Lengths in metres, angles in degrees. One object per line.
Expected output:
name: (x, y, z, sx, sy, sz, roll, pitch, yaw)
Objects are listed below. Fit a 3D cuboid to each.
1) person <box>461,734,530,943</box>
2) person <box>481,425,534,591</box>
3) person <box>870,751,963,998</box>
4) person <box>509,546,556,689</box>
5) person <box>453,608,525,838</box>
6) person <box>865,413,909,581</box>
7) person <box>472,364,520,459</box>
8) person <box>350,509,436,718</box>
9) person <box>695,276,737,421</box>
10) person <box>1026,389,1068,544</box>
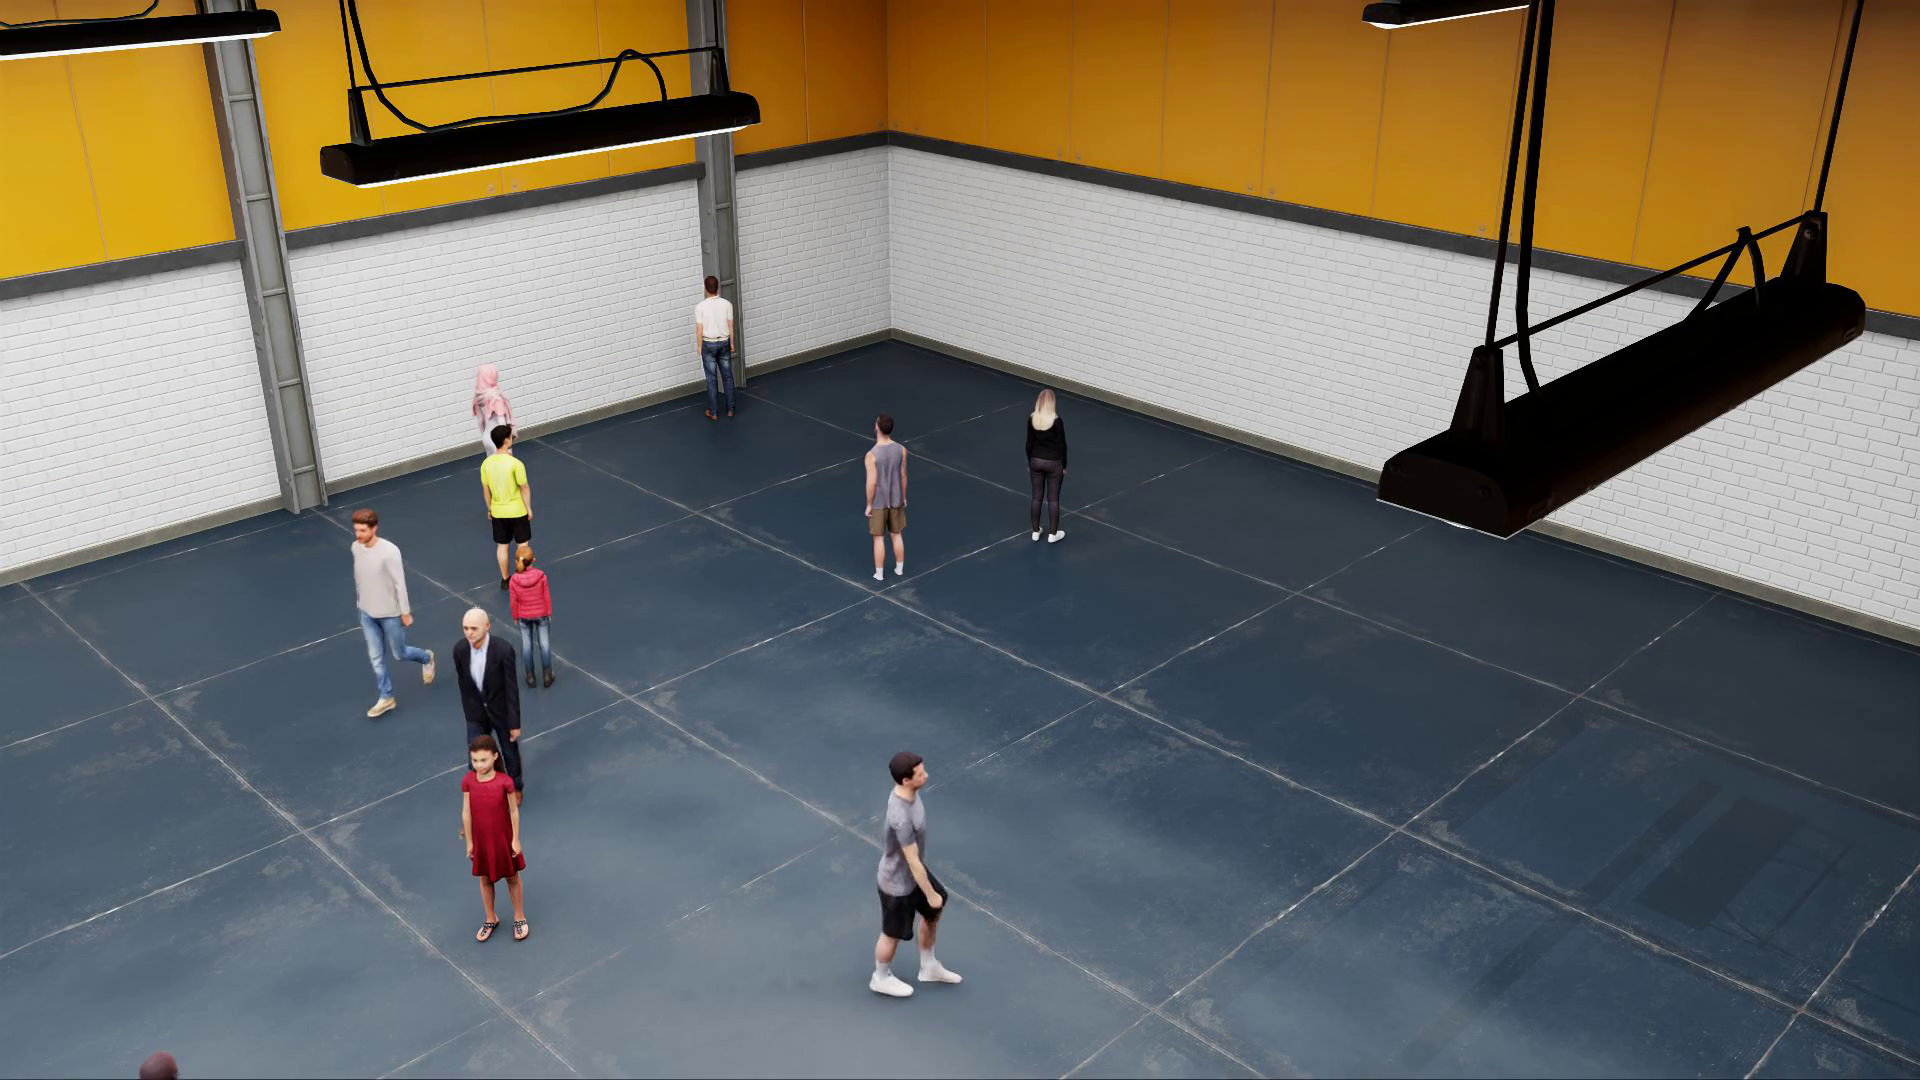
person: (-3.191, 2.018, 11.390, 0.679, 1.554, 0.739, -2, 24, -4)
person: (-4.486, -0.315, 16.538, 0.705, 1.706, 0.733, 4, 24, 8)
person: (-0.465, 2.158, 10.698, 0.947, 1.852, 0.914, 3, 24, 7)
person: (-3.789, 0.682, 14.752, 0.568, 1.310, 0.644, -4, 24, -8)
person: (-3.551, 1.300, 12.765, 1.041, 1.769, 1.128, 1, 24, 3)
person: (-0.754, -0.405, 16.819, 0.588, 1.847, 0.756, -13, 27, -28)
person: (-5.036, -1.042, 18.080, 0.623, 1.803, 0.566, 21, 31, 40)
person: (-4.898, 0.575, 14.285, 0.899, 1.880, 1.097, 10, 25, 21)
person: (-3.117, -2.471, 21.283, 0.633, 1.856, 0.789, -11, 26, -24)
person: (0.910, -0.787, 17.641, 0.672, 1.687, 0.651, 10, 26, 22)
